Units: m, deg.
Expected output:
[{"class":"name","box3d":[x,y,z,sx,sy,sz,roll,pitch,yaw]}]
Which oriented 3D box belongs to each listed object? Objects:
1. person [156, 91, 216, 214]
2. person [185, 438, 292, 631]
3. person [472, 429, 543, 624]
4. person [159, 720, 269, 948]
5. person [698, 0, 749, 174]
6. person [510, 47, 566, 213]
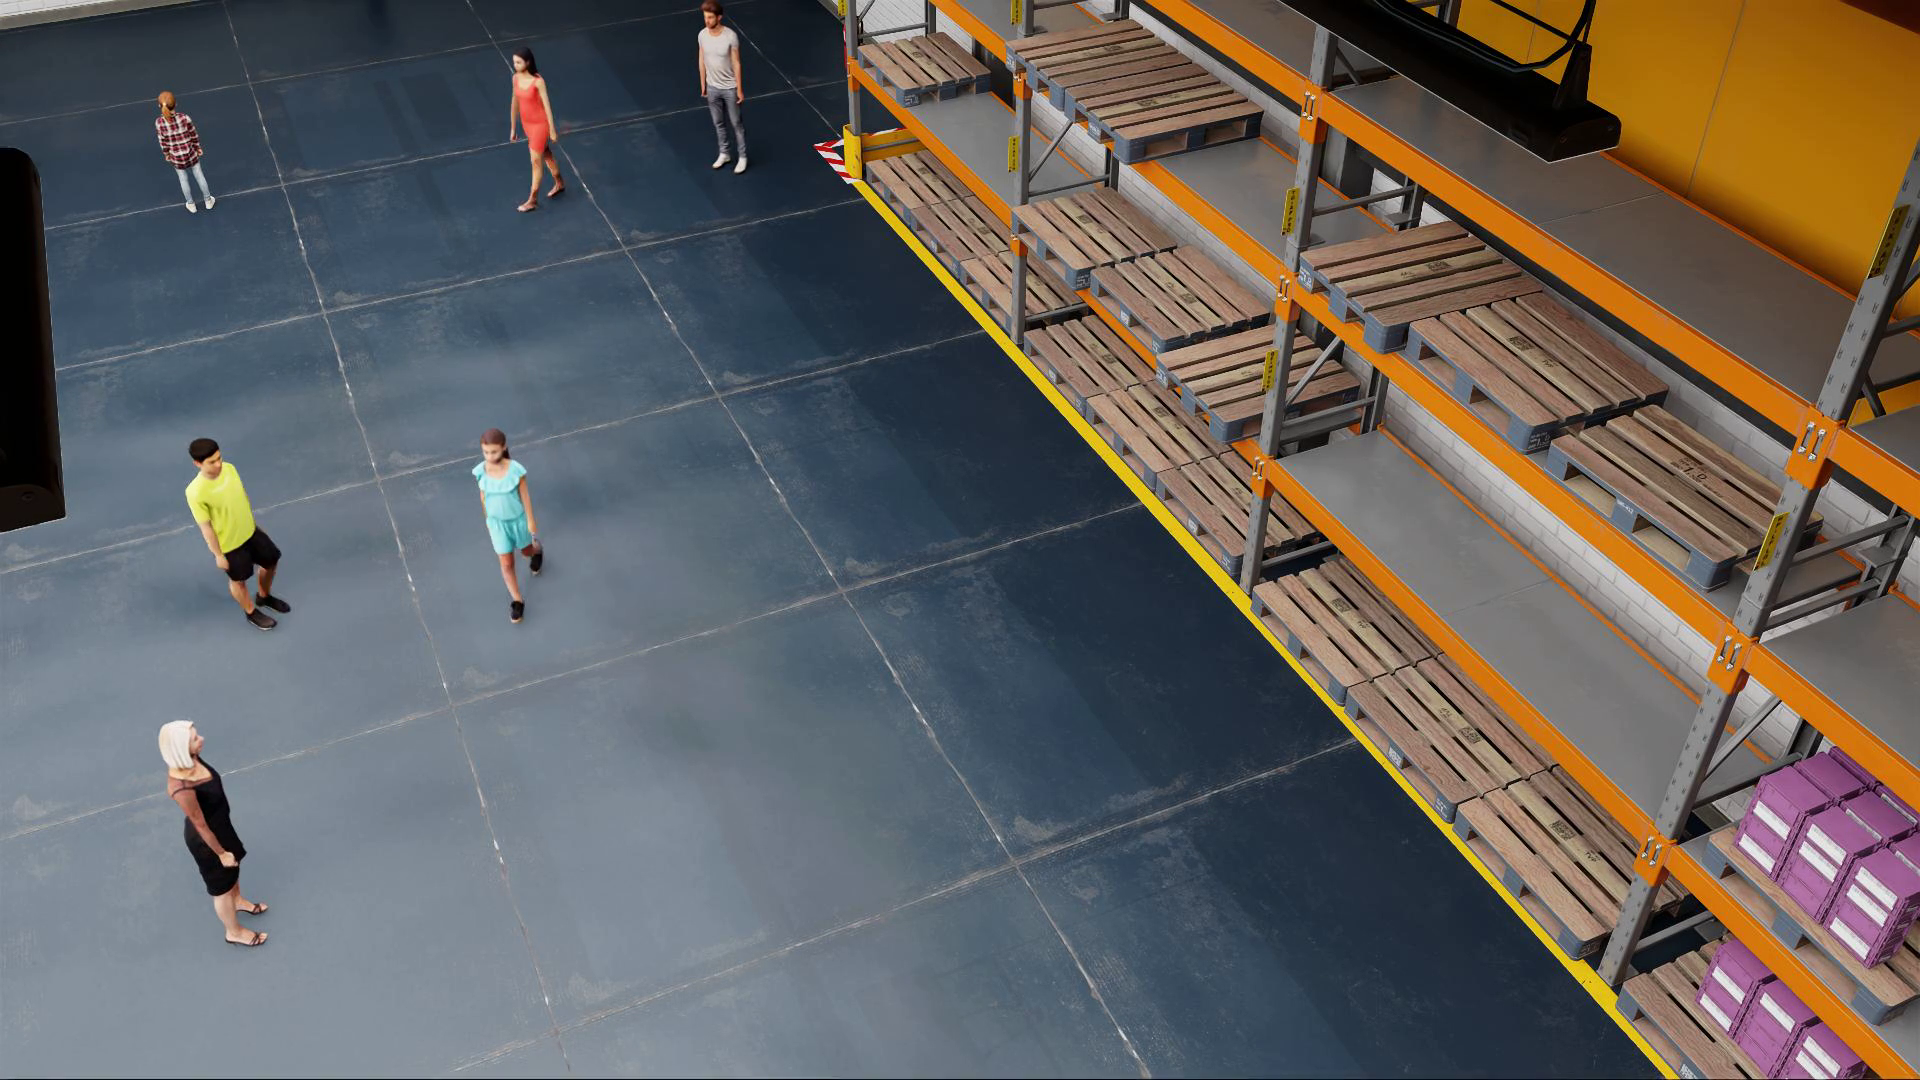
[{"class":"person","box3d":[-8.139,-4.068,17.408,0.527,1.305,0.498,-17,42,-20]},{"class":"person","box3d":[-5.345,-0.060,12.074,0.827,1.699,0.770,13,40,16]},{"class":"person","box3d":[-3.334,-0.195,12.373,0.822,1.537,1.079,-1,39,-1]},{"class":"person","box3d":[-4.422,1.730,9.799,0.679,1.741,0.510,-9,39,-11]},{"class":"person","box3d":[-2.555,-4.929,18.020,0.746,1.887,0.803,12,40,15]},{"class":"person","box3d":[-4.394,-4.362,17.473,1.036,1.684,1.016,20,43,23]}]
